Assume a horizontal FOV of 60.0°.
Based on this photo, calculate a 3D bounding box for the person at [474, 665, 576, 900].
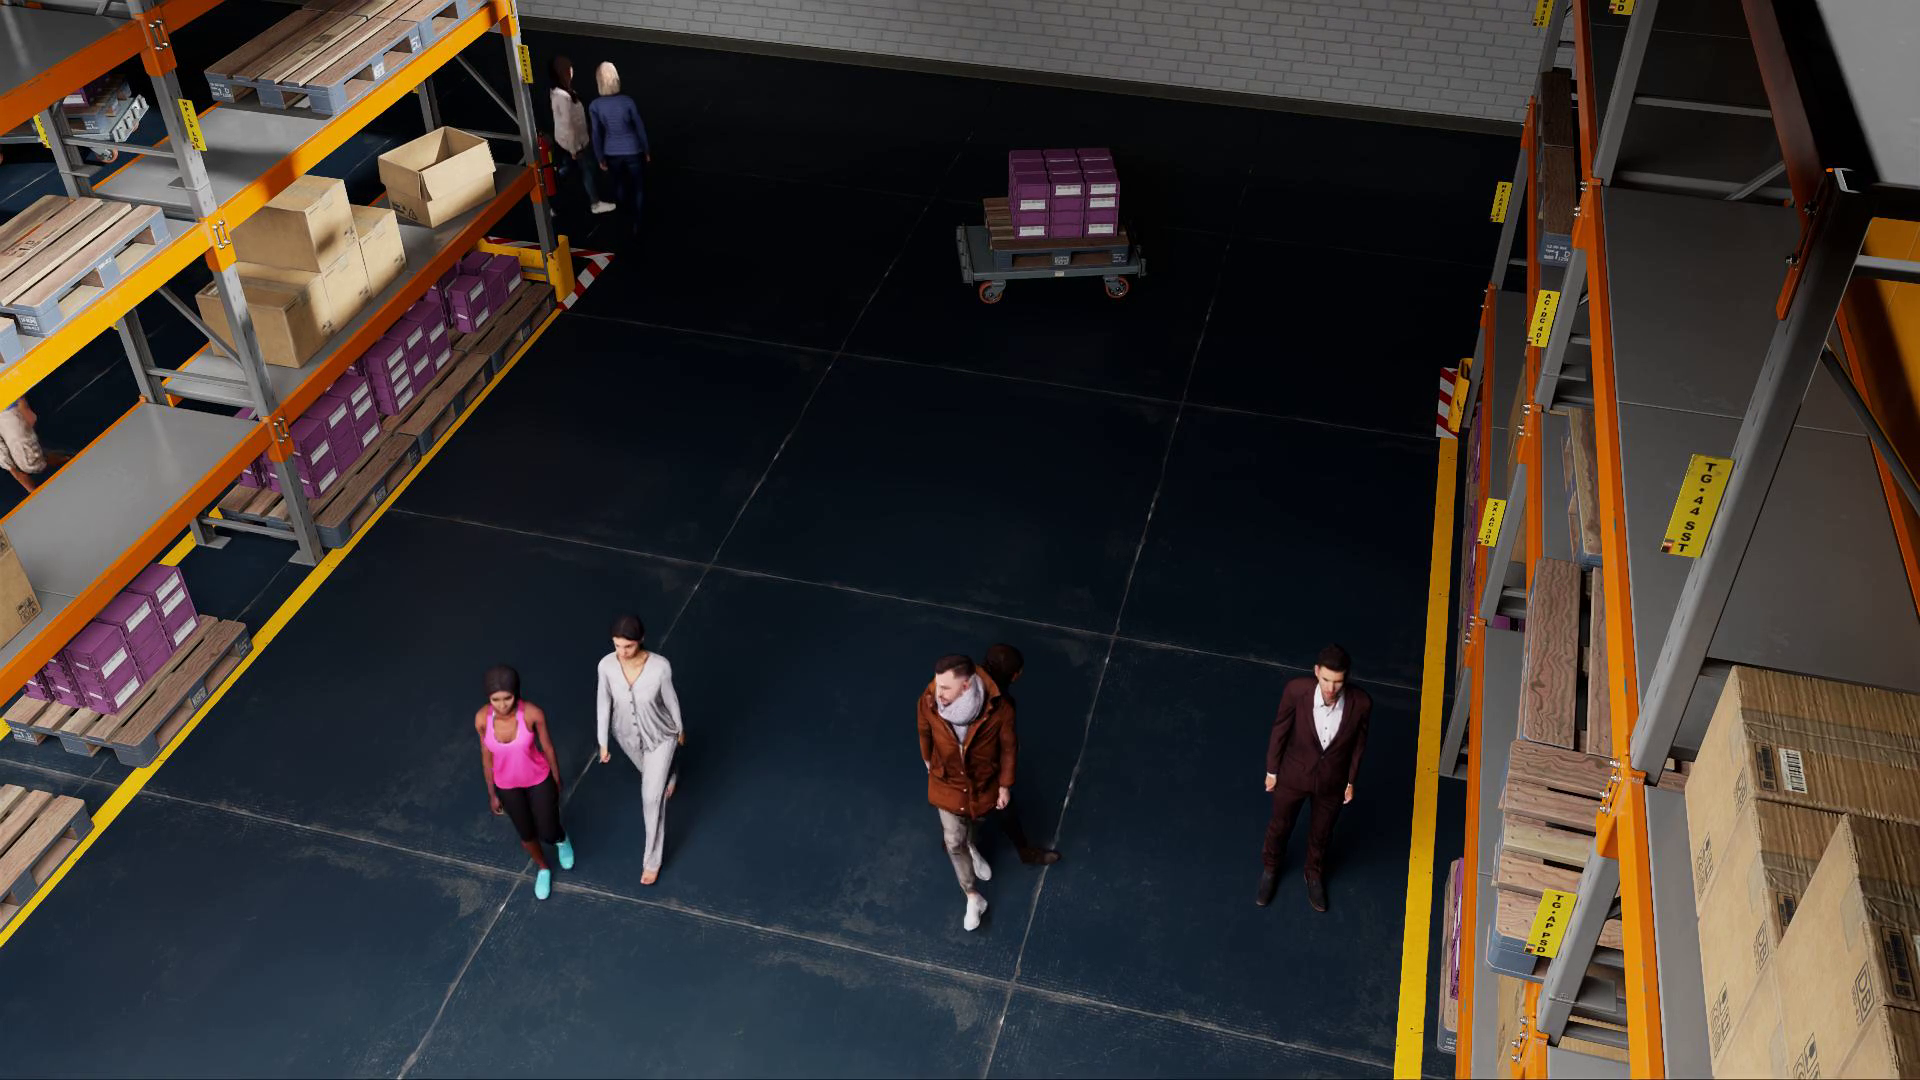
[{"bbox_3d":[-2.451,1.295,9.377,0.641,1.715,0.718,-2,39,-3],"label":"person"}]

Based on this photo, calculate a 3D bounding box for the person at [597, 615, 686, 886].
[{"bbox_3d":[-1.808,1.058,9.661,0.726,1.731,1.167,5,39,6],"label":"person"}]

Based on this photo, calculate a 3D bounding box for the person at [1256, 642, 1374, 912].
[{"bbox_3d":[1.961,1.297,9.255,0.703,1.866,0.635,5,39,6],"label":"person"}]

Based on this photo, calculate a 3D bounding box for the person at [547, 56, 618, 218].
[{"bbox_3d":[-3.778,-3.812,15.851,1.072,1.618,1.023,-19,42,-22],"label":"person"}]

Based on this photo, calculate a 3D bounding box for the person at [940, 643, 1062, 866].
[{"bbox_3d":[0.057,1.235,9.532,0.760,1.616,0.933,4,39,5],"label":"person"}]

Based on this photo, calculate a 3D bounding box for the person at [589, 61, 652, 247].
[{"bbox_3d":[-3.126,-3.580,15.478,0.781,1.719,1.088,1,39,2],"label":"person"}]

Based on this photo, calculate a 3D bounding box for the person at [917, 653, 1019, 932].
[{"bbox_3d":[0.026,1.274,9.334,0.893,1.801,1.027,-8,39,-10],"label":"person"}]
